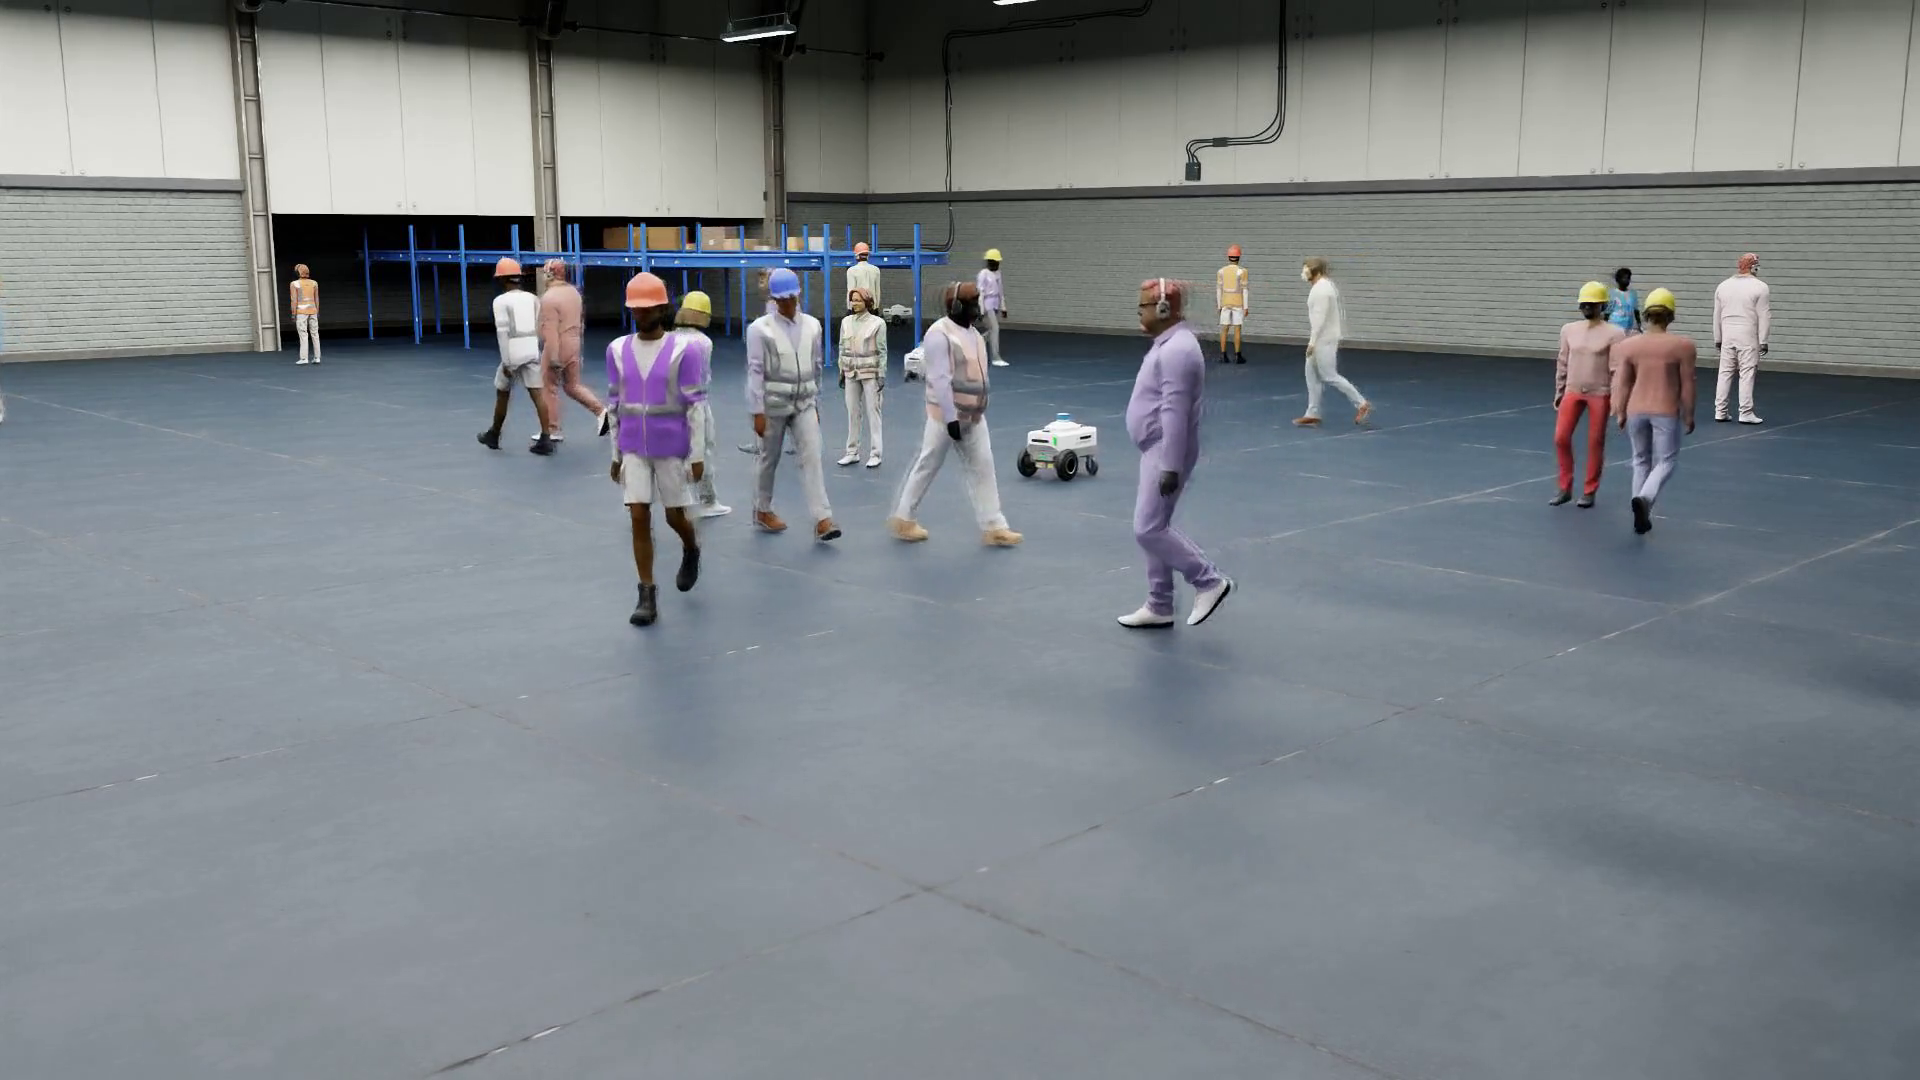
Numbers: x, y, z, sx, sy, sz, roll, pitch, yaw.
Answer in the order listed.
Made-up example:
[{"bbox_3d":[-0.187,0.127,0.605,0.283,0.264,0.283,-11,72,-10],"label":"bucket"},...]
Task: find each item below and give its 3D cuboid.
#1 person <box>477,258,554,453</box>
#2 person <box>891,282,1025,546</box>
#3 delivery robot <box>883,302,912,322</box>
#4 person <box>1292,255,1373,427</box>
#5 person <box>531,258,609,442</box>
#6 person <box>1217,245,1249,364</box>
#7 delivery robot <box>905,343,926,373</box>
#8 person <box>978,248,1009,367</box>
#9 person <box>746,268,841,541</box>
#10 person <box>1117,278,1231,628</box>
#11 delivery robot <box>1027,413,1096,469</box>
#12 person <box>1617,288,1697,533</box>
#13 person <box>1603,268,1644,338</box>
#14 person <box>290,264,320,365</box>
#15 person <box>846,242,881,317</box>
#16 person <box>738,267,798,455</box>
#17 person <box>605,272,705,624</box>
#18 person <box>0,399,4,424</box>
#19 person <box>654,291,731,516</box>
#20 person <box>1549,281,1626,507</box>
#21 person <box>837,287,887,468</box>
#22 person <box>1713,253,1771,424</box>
[{"bbox_3d":[-4.345,-1.798,16.256,0.981,1.883,0.558,8,13,38],"label":"person"},{"bbox_3d":[-0.054,-0.866,11.433,0.963,1.805,0.615,7,12,33],"label":"person"},{"bbox_3d":[-1.465,-5.364,39.192,0.707,0.478,0.477,-10,14,-43],"label":"delivery robot"},{"bbox_3d":[4.132,-2.182,18.340,0.799,1.900,0.642,1,10,7],"label":"person"},{"bbox_3d":[-4.030,-1.945,17.086,0.772,1.880,0.646,3,11,18],"label":"person"},{"bbox_3d":[4.545,-3.913,27.645,0.552,1.937,0.358,6,12,32],"label":"person"},{"bbox_3d":[-0.562,-2.650,24.392,0.477,0.478,0.707,3,11,16],"label":"delivery robot"},{"bbox_3d":[0.464,-3.799,27.135,0.774,1.902,0.592,5,12,27],"label":"person"},{"bbox_3d":[-1.202,-0.941,11.585,0.631,1.882,1.038,-7,12,-33],"label":"person"},{"bbox_3d":[1.123,-0.442,8.845,0.489,1.887,0.667,0,10,0],"label":"person"},{"bbox_3d":[0.908,-0.882,14.754,0.477,0.478,0.707,8,13,36],"label":"delivery robot"},{"bbox_3d":[4.863,-0.895,11.701,0.535,1.746,0.643,9,14,42],"label":"person"},{"bbox_3d":[9.303,-2.994,23.412,0.531,1.649,0.874,-5,11,-24],"label":"person"},{"bbox_3d":[-10.760,-3.708,27.344,0.308,1.641,0.517,7,12,32],"label":"person"},{"bbox_3d":[-1.520,-3.647,26.037,0.621,1.994,0.381,-8,13,-37],"label":"person"},{"bbox_3d":[-1.779,-1.695,15.919,0.891,1.799,0.633,-4,11,-20],"label":"person"},{"bbox_3d":[-1.680,-0.535,9.296,0.548,1.916,0.745,1,10,7],"label":"person"},{"bbox_3d":[-10.828,-2.026,18.279,0.515,1.606,0.838,-2,11,-11],"label":"person"},{"bbox_3d":[-2.080,-0.990,12.345,0.508,1.711,0.821,8,13,36],"label":"person"},{"bbox_3d":[4.831,-1.116,12.878,0.547,1.747,0.591,9,14,40],"label":"person"},{"bbox_3d":[-0.894,-1.495,15.271,0.514,1.641,0.309,6,12,30],"label":"person"},{"bbox_3d":[8.850,-2.275,18.798,0.407,1.906,0.655,-7,12,-32],"label":"person"}]
